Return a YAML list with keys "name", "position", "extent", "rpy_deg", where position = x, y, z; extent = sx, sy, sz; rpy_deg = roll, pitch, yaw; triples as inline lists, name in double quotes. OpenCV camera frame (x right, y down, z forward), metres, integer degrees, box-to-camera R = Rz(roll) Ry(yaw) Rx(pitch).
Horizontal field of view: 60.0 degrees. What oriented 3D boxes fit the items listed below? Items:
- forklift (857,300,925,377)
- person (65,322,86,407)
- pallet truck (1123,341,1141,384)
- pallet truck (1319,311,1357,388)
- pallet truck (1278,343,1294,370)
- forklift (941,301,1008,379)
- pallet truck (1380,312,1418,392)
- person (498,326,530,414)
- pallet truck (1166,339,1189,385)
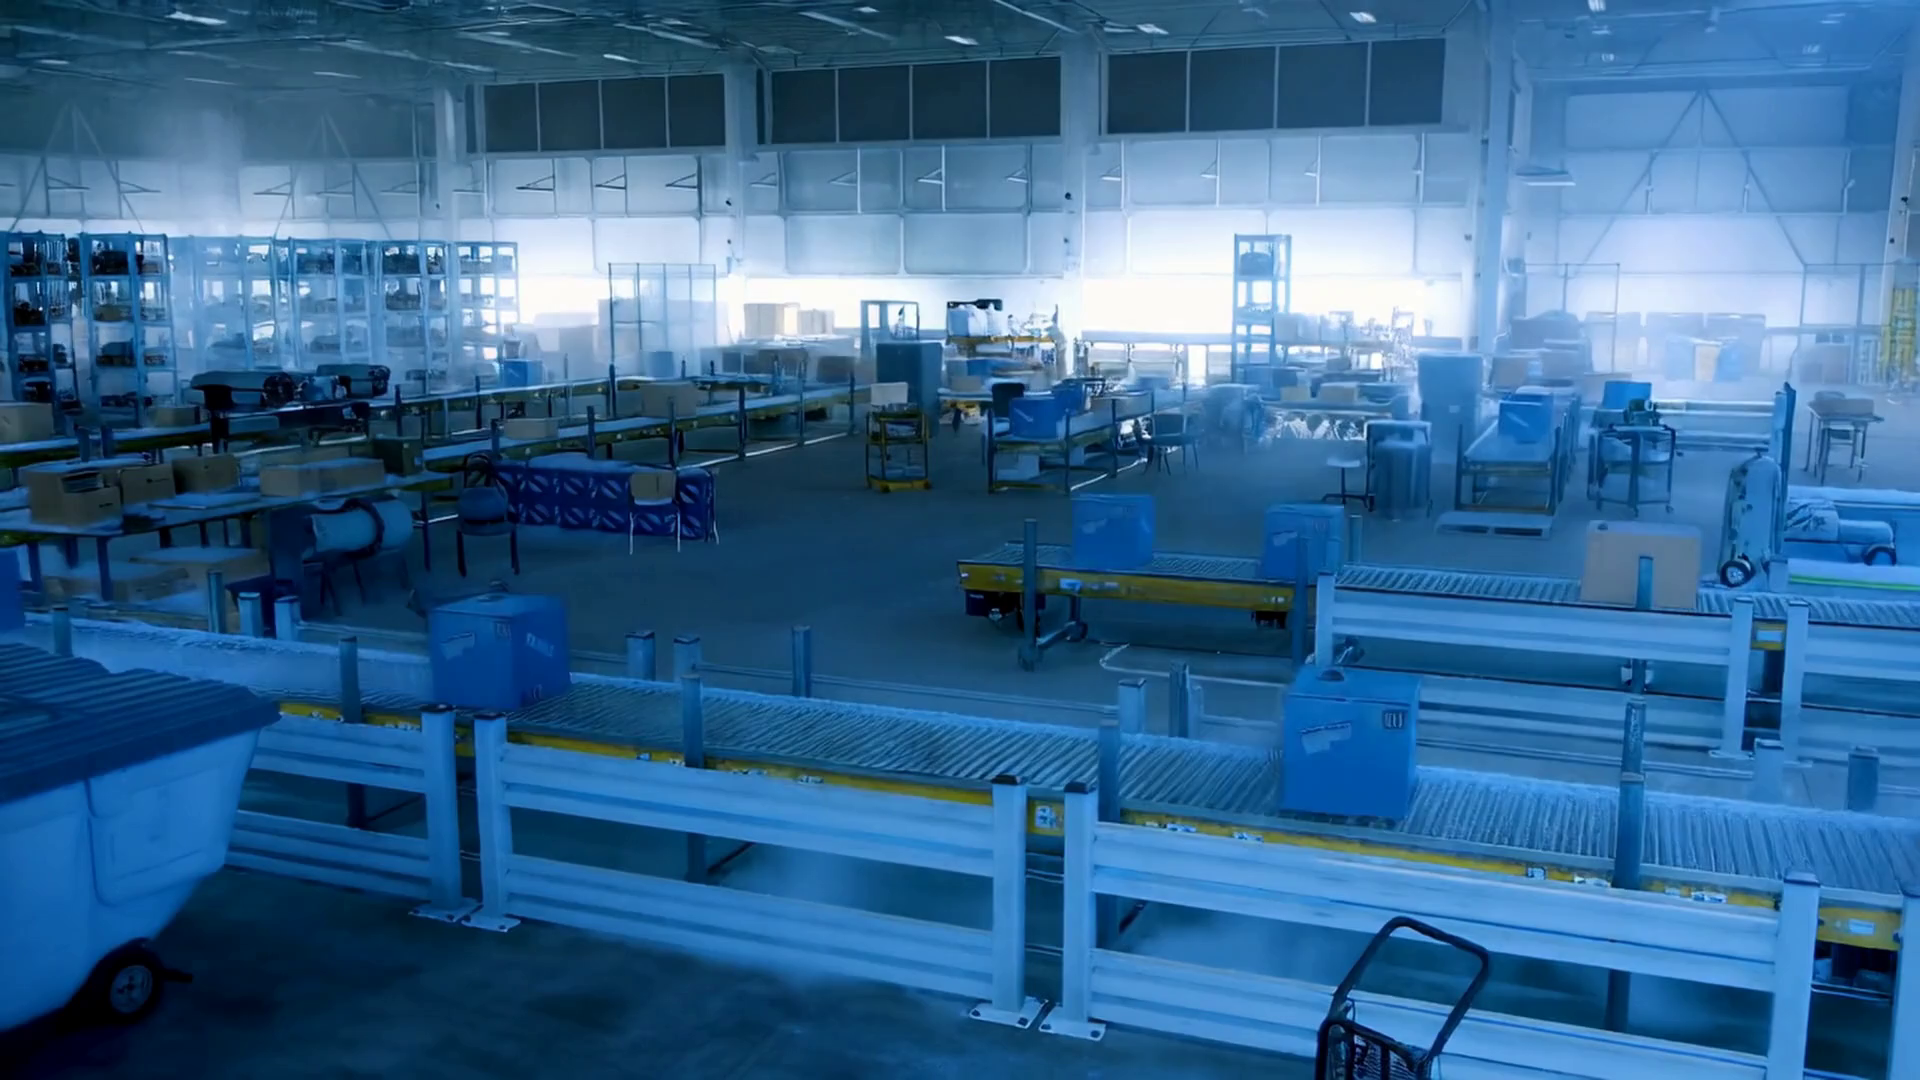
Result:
- name: "forklift"
  position: [-1.732, -5.109, 42.468]
  extent: [1.157, 1.987, 2.680]
  rpy_deg: [4, 10, 22]
- name: "person"
  position: [-19.021, -3.753, 35.656]
  extent: [0.597, 1.829, 0.452]
  rpy_deg: [5, 11, 30]
- name: "pallet truck"
  position: [4.445, -4.380, 41.279]
  extent: [0.680, 1.201, 1.601]
  rpy_deg: [4, 10, 22]
- name: "pallet truck"
  position: [9.071, -4.419, 39.190]
  extent: [0.823, 1.965, 1.885]
  rpy_deg: [5, 10, 26]
- name: "pallet truck"
  position: [7.886, -4.163, 39.743]
  extent: [0.653, 1.274, 1.630]
  rpy_deg: [4, 10, 22]
- name: "forklift"
  position: [0.365, -4.966, 41.571]
  extent: [1.157, 1.987, 2.680]
  rpy_deg: [3, 10, 20]
- name: "pallet truck"
  position: [10.207, -4.283, 38.369]
  extent: [0.823, 1.965, 1.885]
  rpy_deg: [3, 10, 20]
- name: "person"
  position: [-9.200, -3.487, 34.182]
  extent: [0.624, 1.779, 0.929]
  rpy_deg: [1, 9, 8]
- name: "pallet truck"
  position: [5.418, -4.269, 40.420]
  extent: [0.704, 1.261, 1.522]
  rpy_deg: [3, 10, 20]
